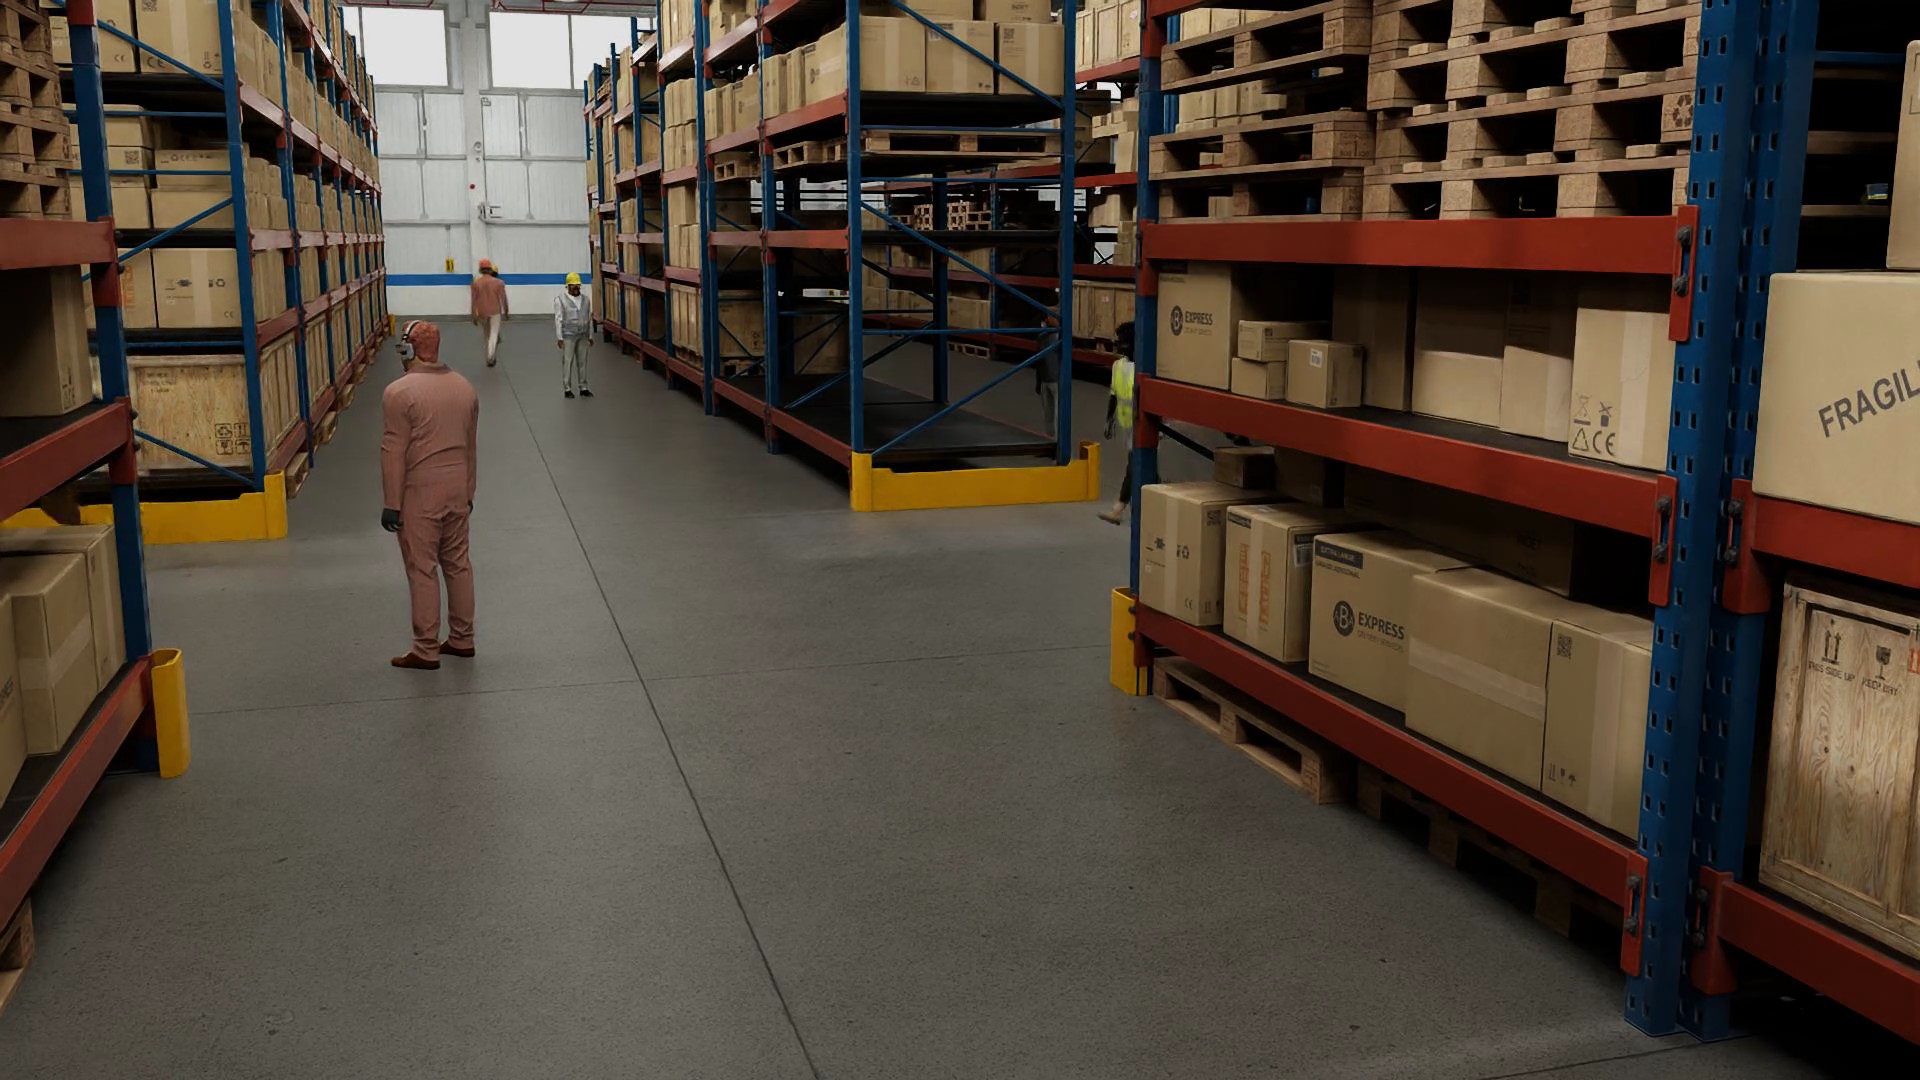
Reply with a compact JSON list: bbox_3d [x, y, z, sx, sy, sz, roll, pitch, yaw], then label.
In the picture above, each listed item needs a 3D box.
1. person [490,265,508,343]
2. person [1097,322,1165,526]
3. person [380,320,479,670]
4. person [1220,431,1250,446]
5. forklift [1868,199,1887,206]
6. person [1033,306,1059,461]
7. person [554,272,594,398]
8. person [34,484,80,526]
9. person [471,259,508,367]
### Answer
[{"bbox_3d":[-10.252,-5.176,36.603,0.536,1.730,0.874,1,10,6],"label":"person"},{"bbox_3d":[1.362,-0.938,13.556,0.860,1.649,0.546,-7,13,-35],"label":"person"},{"bbox_3d":[-2.923,-0.249,9.134,0.400,1.901,0.643,5,11,25],"label":"person"},{"bbox_3d":[3.152,-2.030,18.968,0.553,1.875,1.021,-3,11,-16],"label":"person"},{"bbox_3d":[11.338,-2.915,21.052,1.129,2.768,1.873,-3,11,-17],"label":"forklift"},{"bbox_3d":[0.970,-1.650,17.568,0.289,1.627,0.498,-7,12,-34],"label":"person"},{"bbox_3d":[-5.633,-2.994,24.358,0.600,1.831,0.404,-9,14,-42],"label":"person"},{"bbox_3d":[-6.321,-0.746,11.511,0.442,2.019,0.605,-4,11,-19],"label":"person"},{"bbox_3d":[-8.594,-4.142,30.323,0.622,1.958,0.933,-1,10,-3],"label":"person"}]
